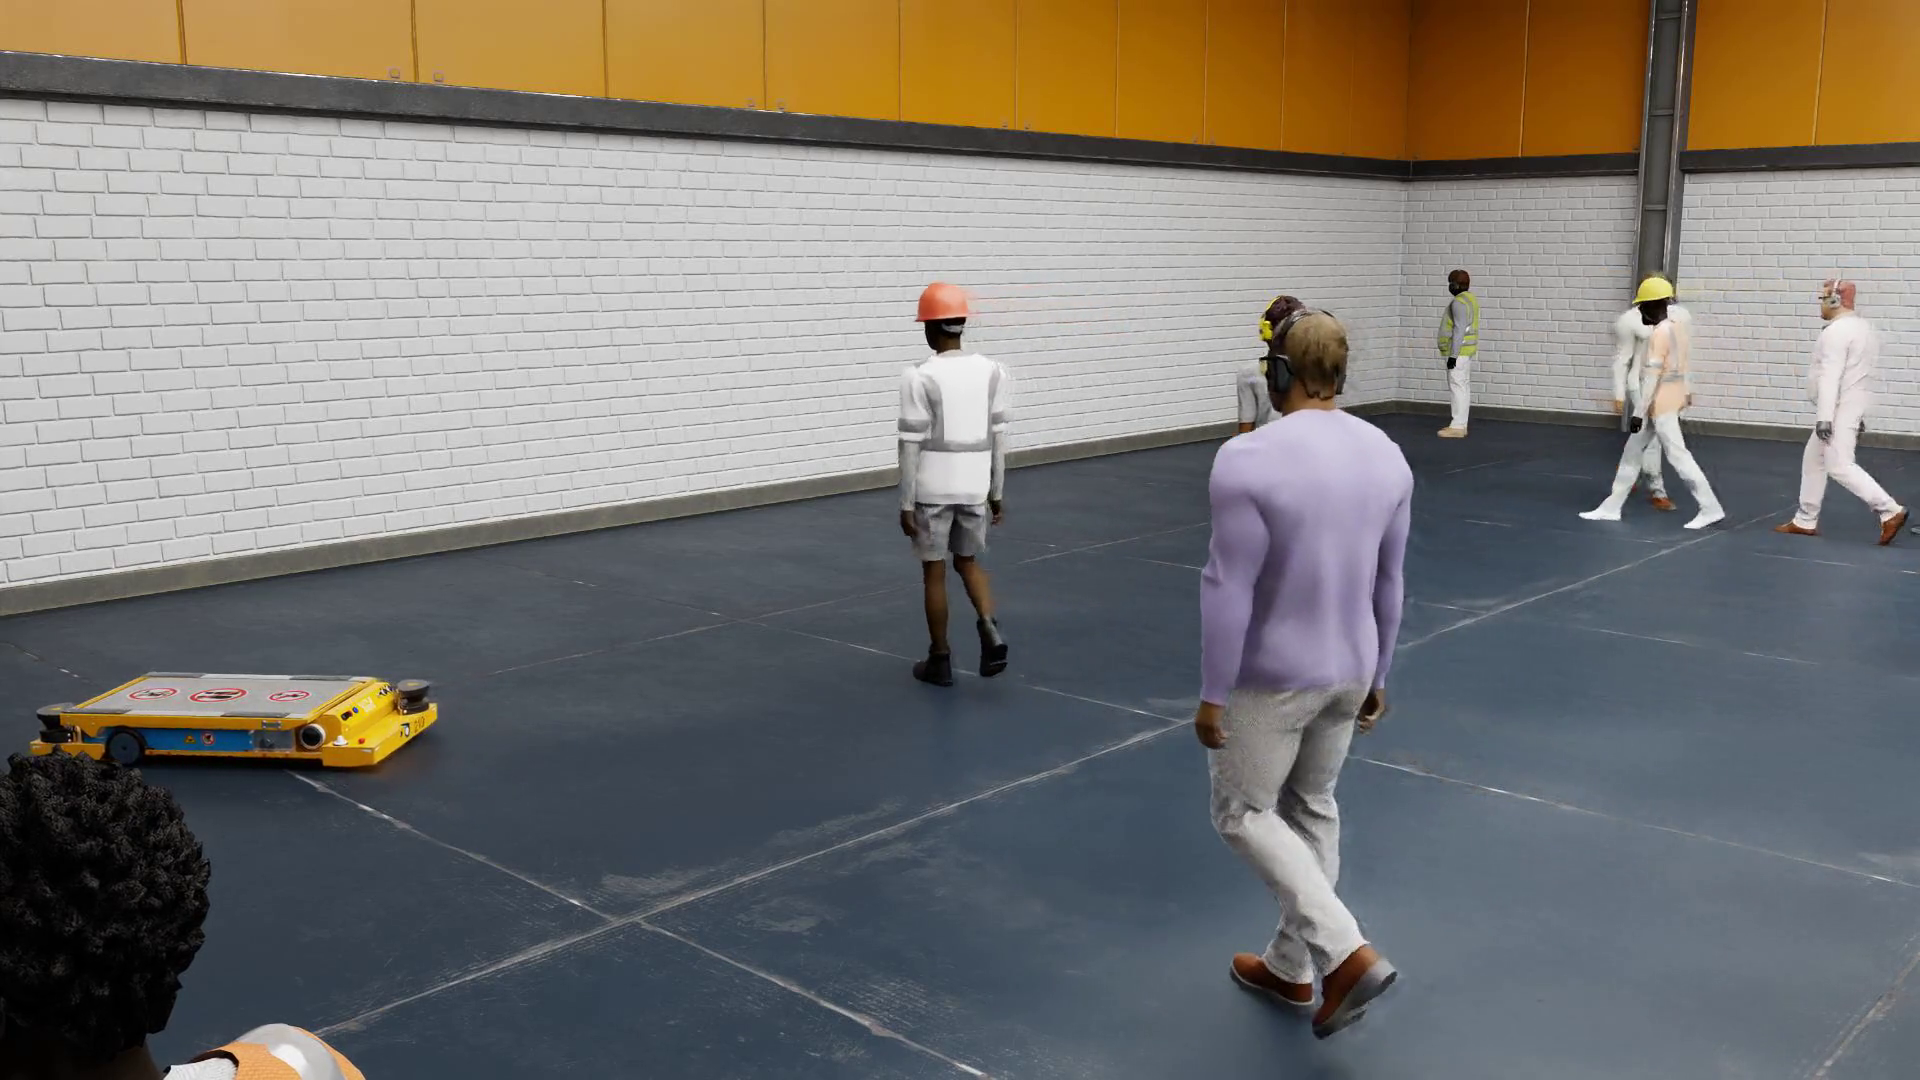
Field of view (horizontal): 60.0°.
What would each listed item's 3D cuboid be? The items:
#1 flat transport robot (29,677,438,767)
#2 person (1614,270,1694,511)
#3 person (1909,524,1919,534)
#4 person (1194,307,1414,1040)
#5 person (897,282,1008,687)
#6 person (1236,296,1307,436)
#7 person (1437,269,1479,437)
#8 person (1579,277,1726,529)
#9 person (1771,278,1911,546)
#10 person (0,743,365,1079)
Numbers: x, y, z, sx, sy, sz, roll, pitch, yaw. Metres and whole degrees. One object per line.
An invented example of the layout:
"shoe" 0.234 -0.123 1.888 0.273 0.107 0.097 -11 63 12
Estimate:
"flat transport robot" -2.997 0.736 6.926 1.431 0.197 0.652 1 10 4
"person" 5.523 -1.213 13.384 0.650 1.910 0.812 -2 10 -10
"person" 7.114 -0.910 11.888 0.403 1.826 0.593 -2 10 -11
"person" 0.926 0.366 4.316 0.639 1.926 0.607 -6 12 -31
"person" -0.024 -0.236 7.766 0.569 1.922 0.526 -5 11 -28
"person" 1.507 -0.224 7.901 0.531 1.853 0.344 -3 10 -16
"person" 5.476 -2.052 18.341 0.429 1.839 0.634 5 11 27
"person" 5.251 -1.013 12.393 1.029 1.874 0.597 5 11 28
"person" 6.296 -0.908 11.762 0.866 1.870 0.664 8 13 40
"person" -0.670 0.998 1.399 0.320 1.694 0.532 3 11 19
